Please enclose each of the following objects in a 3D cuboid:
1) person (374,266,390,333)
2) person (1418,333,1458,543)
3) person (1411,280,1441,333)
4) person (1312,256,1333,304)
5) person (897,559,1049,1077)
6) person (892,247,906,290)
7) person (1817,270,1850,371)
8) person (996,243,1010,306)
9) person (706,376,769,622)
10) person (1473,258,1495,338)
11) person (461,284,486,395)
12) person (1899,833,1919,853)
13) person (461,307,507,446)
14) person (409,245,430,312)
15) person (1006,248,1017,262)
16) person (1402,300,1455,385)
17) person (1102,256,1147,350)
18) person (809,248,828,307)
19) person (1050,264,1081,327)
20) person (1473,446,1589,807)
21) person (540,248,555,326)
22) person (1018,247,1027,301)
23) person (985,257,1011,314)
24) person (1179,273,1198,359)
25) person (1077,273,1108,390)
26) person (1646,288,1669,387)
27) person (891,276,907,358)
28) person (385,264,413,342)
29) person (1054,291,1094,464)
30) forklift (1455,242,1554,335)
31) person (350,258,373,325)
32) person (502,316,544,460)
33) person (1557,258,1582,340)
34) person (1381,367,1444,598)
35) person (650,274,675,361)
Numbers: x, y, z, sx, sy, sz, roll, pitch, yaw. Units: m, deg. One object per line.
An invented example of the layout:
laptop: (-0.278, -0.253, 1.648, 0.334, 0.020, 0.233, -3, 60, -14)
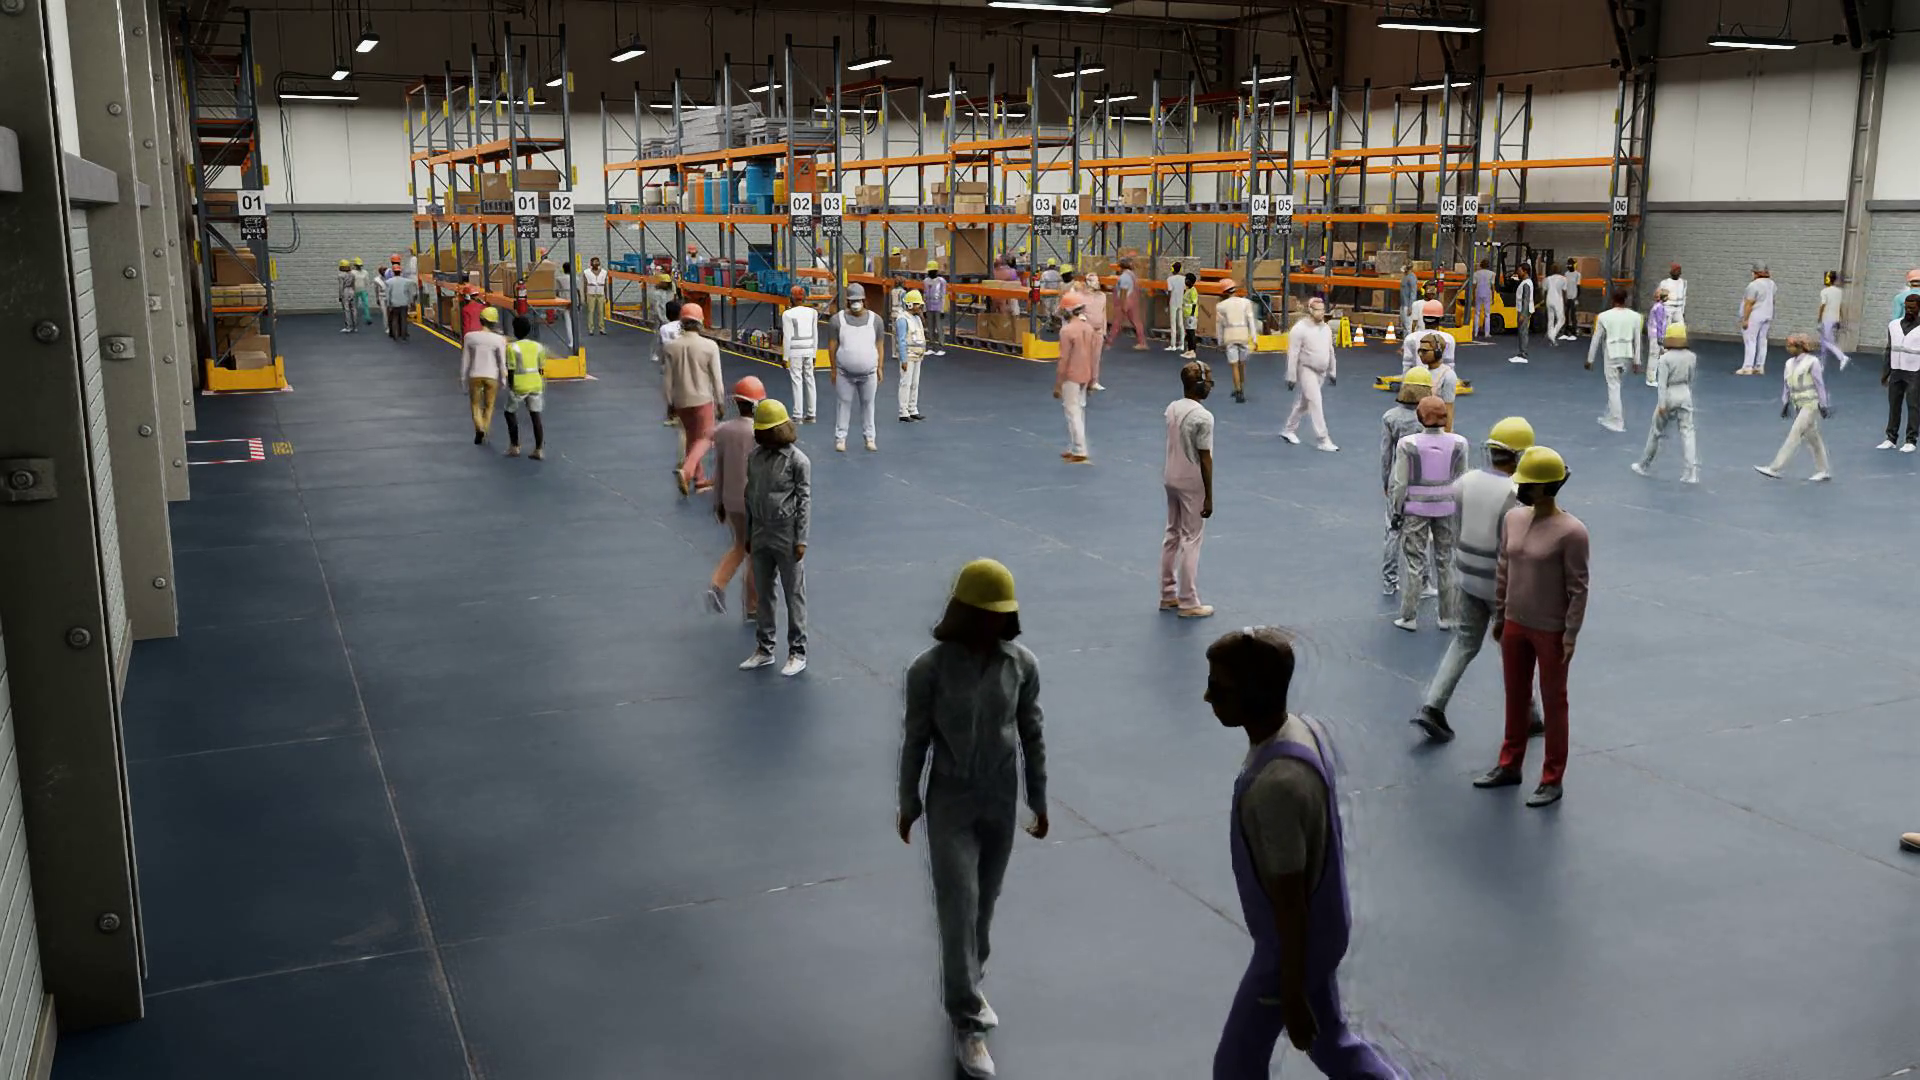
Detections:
person: (-13.894, -5.832, 40.263, 0.519, 1.612, 0.721, -5, 12, -25)
person: (4.146, -0.900, 14.628, 0.345, 1.840, 0.502, -4, 12, -21)
person: (7.069, -2.999, 25.207, 0.518, 1.872, 0.326, -4, 12, -20)
person: (9.564, -6.607, 43.843, 0.572, 1.748, 0.342, 6, 13, 30)
person: (0.092, 0.925, 5.650, 0.515, 1.716, 0.733, -5, 12, -23)
person: (-1.758, -7.174, 46.275, 0.589, 1.928, 0.384, 4, 12, 22)
person: (15.816, -3.952, 30.122, 0.525, 1.847, 0.738, -6, 13, -28)
person: (1.252, -7.911, 49.866, 0.649, 2.009, 0.992, -7, 13, -32)
person: (-1.504, -0.276, 11.687, 0.564, 1.742, 0.463, 9, 14, 37)
person: (12.093, -5.589, 38.434, 0.507, 1.846, 0.346, 5, 12, 24)
person: (-7.729, -3.174, 26.394, 0.326, 1.751, 0.559, 3, 12, 17)
person: (4.415, 0.461, 7.181, 0.372, 2.044, 0.607, 3, 11, 14)
person: (-5.871, -2.002, 20.497, 0.570, 1.739, 0.488, -1, 11, -6)
person: (-14.670, -7.037, 45.346, 0.627, 2.009, 0.810, 8, 14, 36)
person: (1.621, -8.706, 54.581, 0.567, 1.726, 0.700, 4, 12, 18)
person: (5.094, -1.638, 18.116, 0.546, 1.939, 0.375, 5, 12, 24)
person: (3.496, -5.036, 35.126, 1.097, 2.000, 0.686, 7, 13, 31)
person: (-4.091, -7.587, 48.531, 0.628, 1.872, 0.378, -8, 14, -36)
person: (2.032, -4.340, 31.938, 0.489, 1.902, 0.605, -6, 13, -30)
person: (2.803, 0.417, 8.118, 0.329, 1.765, 0.527, -6, 13, -28)
person: (-10.610, -6.477, 42.592, 0.393, 1.985, 0.611, 0, 11, 1)
person: (2.047, -8.675, 54.316, 0.308, 1.769, 0.525, -2, 11, -12)
person: (0.862, -5.536, 38.105, 0.650, 1.865, 0.979, -4, 12, -20)
person: (4.561, -4.452, 33.031, 0.315, 1.696, 0.540, -1, 11, -6)
person: (2.128, -3.377, 27.018, 0.651, 1.913, 0.410, -6, 13, -29)
person: (11.626, -3.375, 27.736, 0.311, 1.632, 0.515, 3, 12, 17)
person: (-1.196, -4.395, 32.896, 0.313, 1.637, 0.513, -8, 13, -34)
person: (-12.596, -5.329, 37.391, 0.593, 1.733, 0.546, -4, 12, -18)
person: (1.314, -1.874, 19.204, 0.434, 1.994, 0.623, 8, 14, 36)
forklift: (13.047, -6.049, 39.881, 2.313, 2.155, 1.214, -5, 12, -23)
person: (-15.523, -6.430, 43.038, 0.512, 1.712, 0.889, -8, 14, -34)
person: (-5.149, -1.776, 19.492, 0.653, 1.675, 0.548, 9, 14, 38)
person: (13.885, -5.477, 37.842, 0.327, 1.859, 0.513, -6, 12, -27)
person: (3.403, -0.432, 12.500, 0.484, 1.738, 0.305, 8, 14, 36)
person: (-5.754, -4.305, 32.266, 0.489, 1.705, 0.863, -10, 15, -40)
